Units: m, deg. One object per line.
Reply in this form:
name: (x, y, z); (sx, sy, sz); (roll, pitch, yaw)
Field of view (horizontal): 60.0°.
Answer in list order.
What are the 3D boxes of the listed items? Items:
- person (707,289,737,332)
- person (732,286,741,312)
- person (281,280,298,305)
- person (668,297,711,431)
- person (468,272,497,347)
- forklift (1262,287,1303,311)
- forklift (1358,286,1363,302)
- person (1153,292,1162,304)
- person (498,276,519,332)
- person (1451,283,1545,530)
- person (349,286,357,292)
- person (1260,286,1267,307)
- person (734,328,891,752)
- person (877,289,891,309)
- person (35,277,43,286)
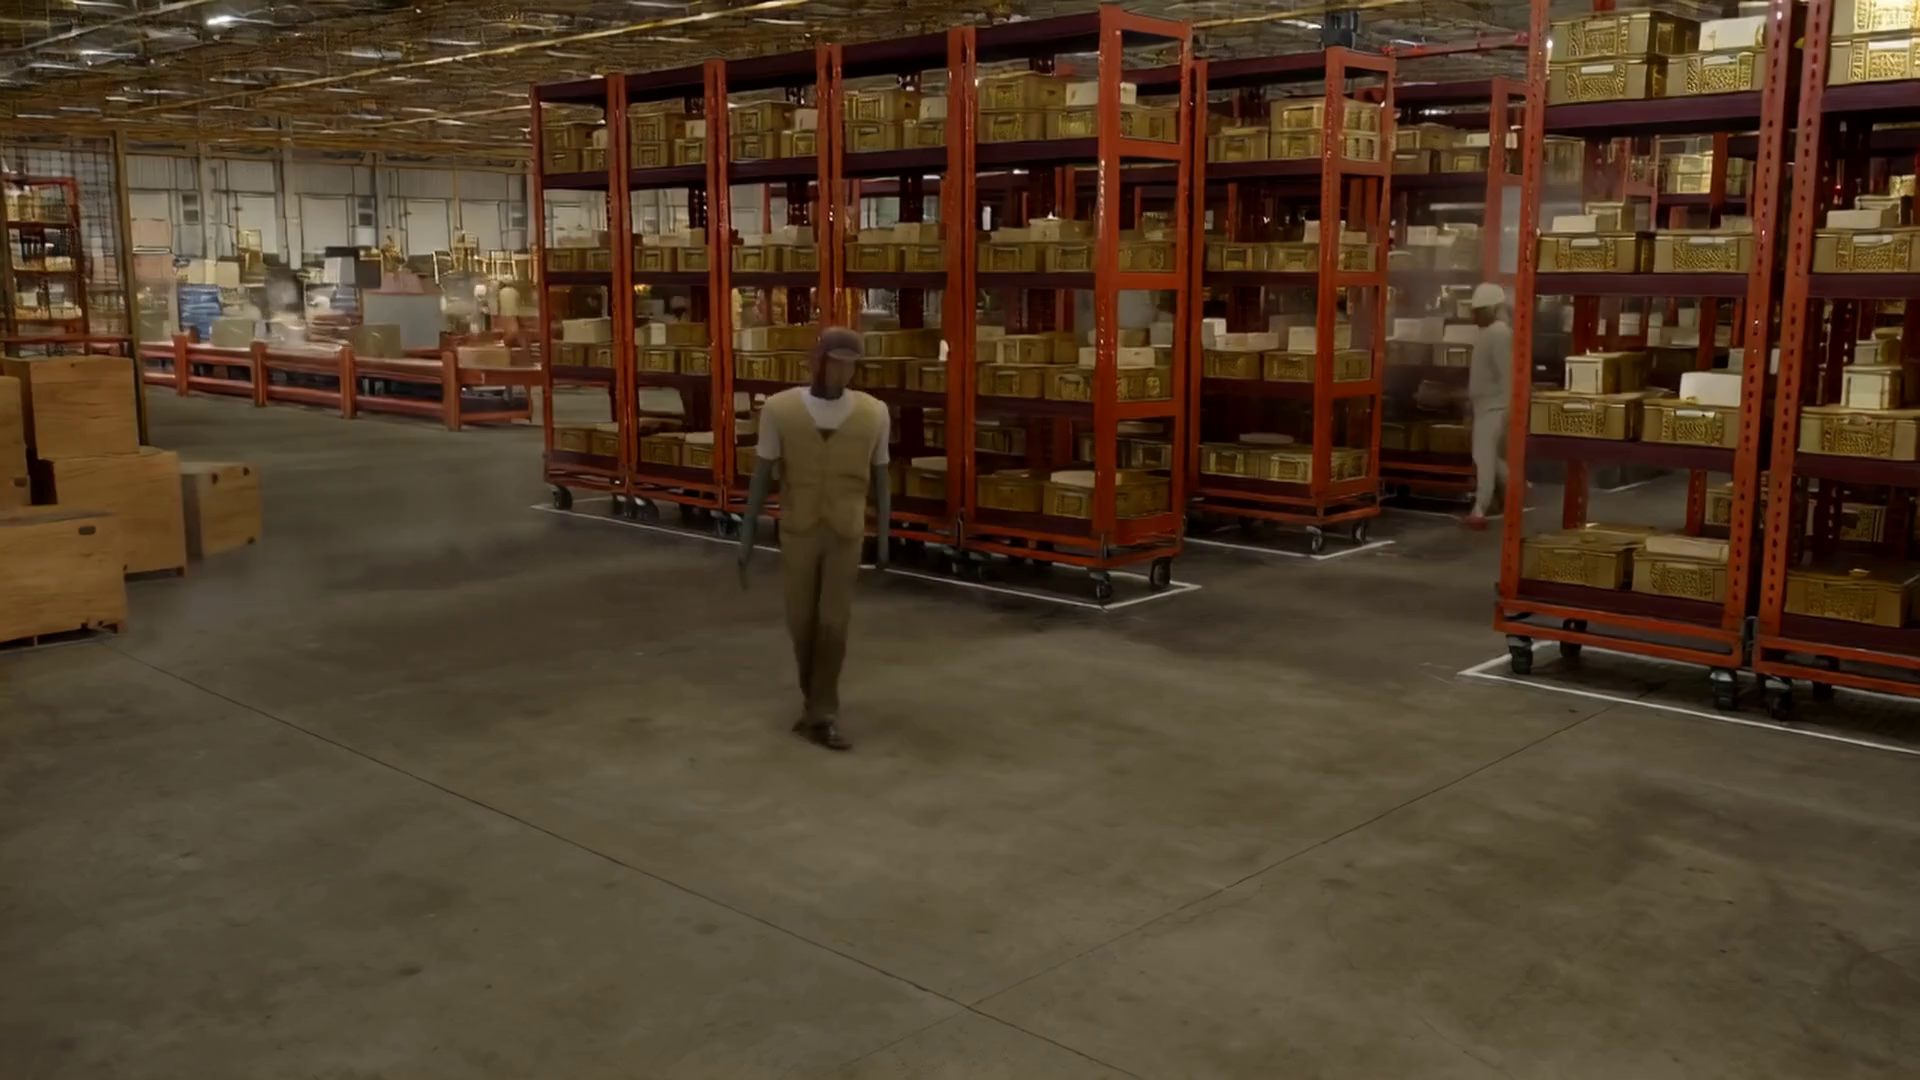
person: (-4.869, -4.415, 34.055); (0.661, 1.883, 0.434); (3, 10, 18)
person: (-6.662, -6.737, 48.478); (0.612, 1.821, 0.475); (-9, 13, -43)
person: (-21.139, -7.345, 52.480); (0.489, 1.731, 0.362); (-4, 10, -24)
person: (-3.364, -2.142, 20.613); (0.460, 1.737, 0.531); (-6, 11, -31)
person: (-11.732, -5.498, 40.389); (1.022, 1.978, 0.666); (0, 9, 3)
forklift: (10.769, -8.203, 54.240); (1.129, 2.768, 1.873); (8, 12, 42)
forklift: (11.100, -7.017, 46.970); (1.873, 2.768, 1.129); (9, 13, 43)
person: (7.831, -9.377, 65.091); (0.643, 1.673, 0.557); (7, 12, 37)
person: (-10.855, -5.390, 39.990); (0.561, 1.909, 0.501); (-9, 13, -43)
person: (4.330, -1.062, 13.254); (0.766, 1.965, 0.651); (-1, 9, -5)
person: (-31.903, -13.095, 87.148); (0.593, 1.924, 0.384); (0, 9, 1)
person: (10.894, -8.855, 60.797); (0.607, 2.044, 0.371); (2, 9, 12)
person: (-0.634, -0.013, 7.277); (0.686, 1.819, 0.570); (-1, 9, -6)
person: (-2.651, -8.357, 58.733); (0.538, 1.709, 0.925); (-7, 12, -37)
person: (-30.688, -7.999, 55.754); (0.602, 1.973, 0.613); (2, 9, 9)
